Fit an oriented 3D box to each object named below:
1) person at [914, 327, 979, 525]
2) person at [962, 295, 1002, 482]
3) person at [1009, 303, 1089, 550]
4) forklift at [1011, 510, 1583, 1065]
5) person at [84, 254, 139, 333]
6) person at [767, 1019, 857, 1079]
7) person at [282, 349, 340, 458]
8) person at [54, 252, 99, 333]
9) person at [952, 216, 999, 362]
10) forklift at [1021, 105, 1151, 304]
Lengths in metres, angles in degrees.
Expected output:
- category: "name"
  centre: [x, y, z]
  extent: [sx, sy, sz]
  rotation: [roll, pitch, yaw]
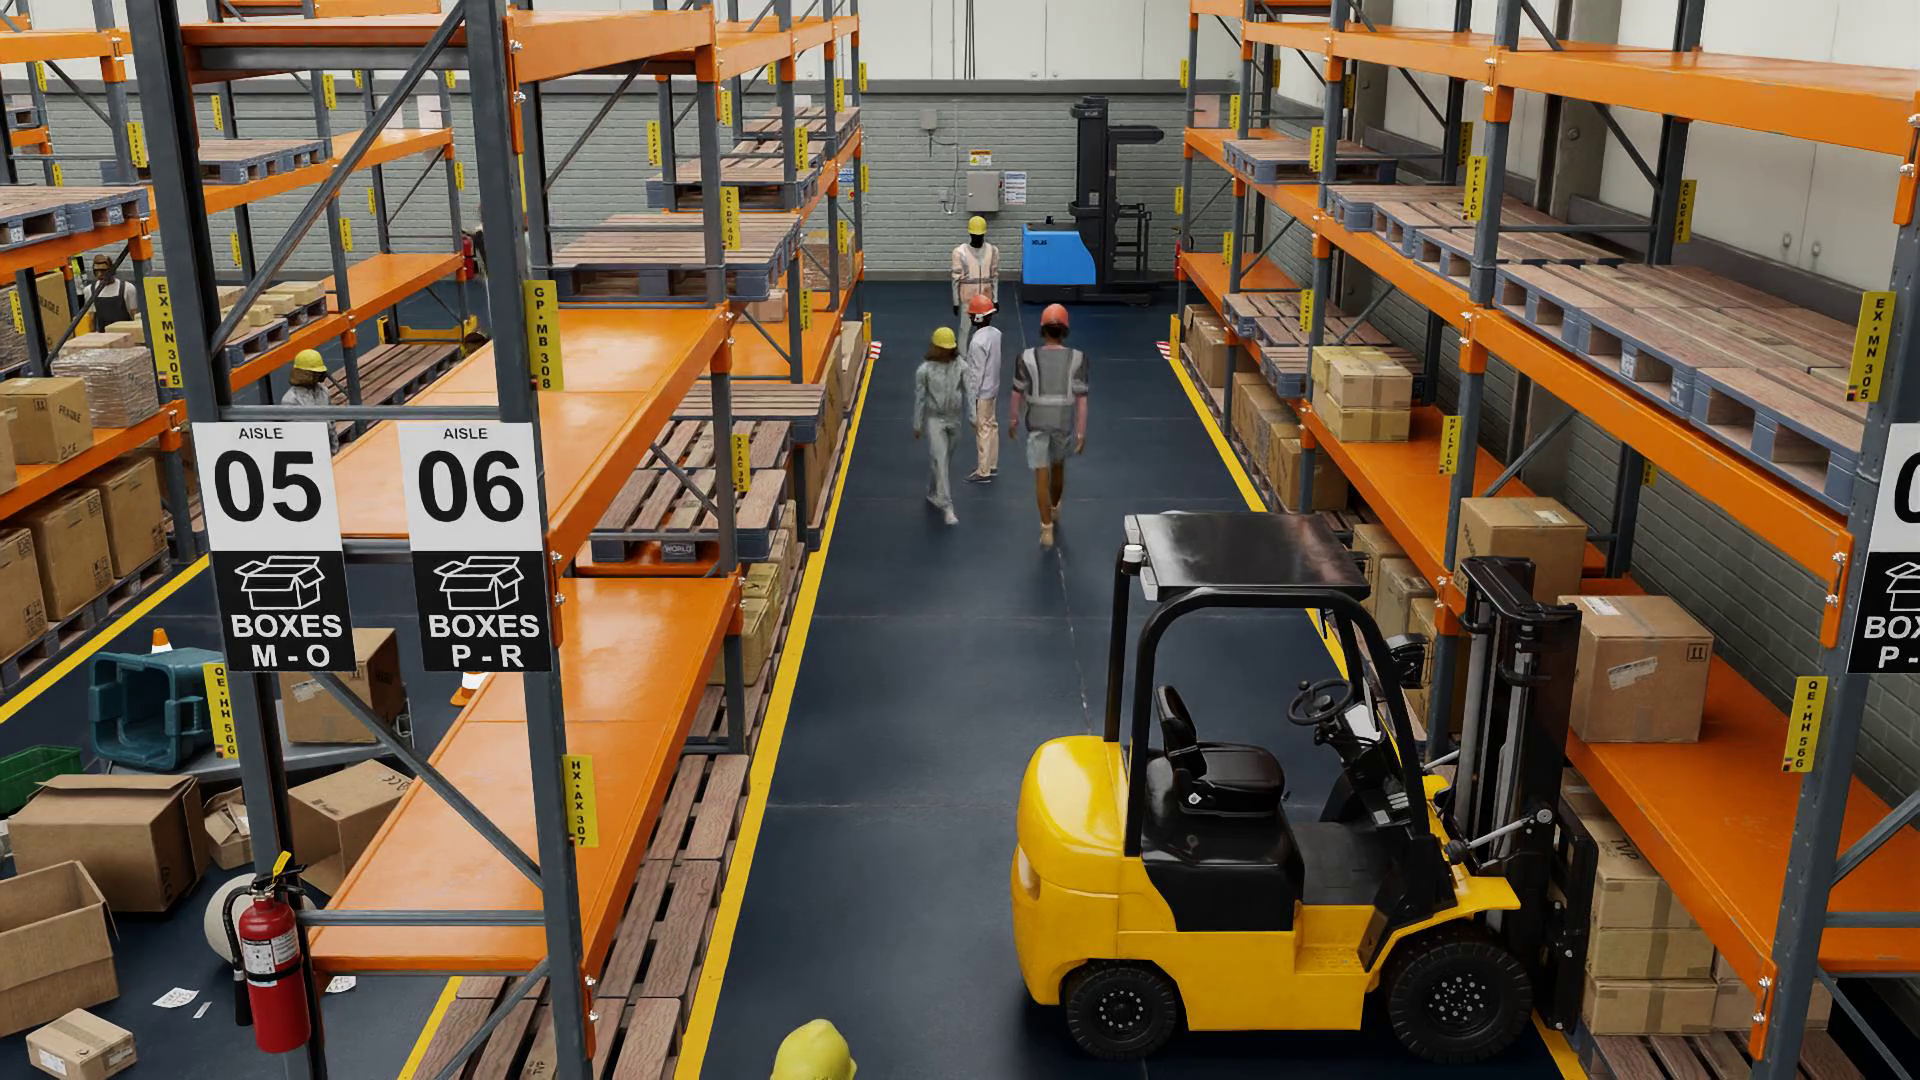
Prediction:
- category: "person"
  centre: [-0.126, -1.023, 14.461]
  extent: [0.493, 1.686, 0.940]
  rotation: [-9, 20, -26]
- category: "person"
  centre: [0.198, -1.413, 15.530]
  extent: [0.329, 1.750, 0.573]
  rotation: [6, 19, 18]
- category: "person"
  centre: [0.737, -0.969, 13.822]
  extent: [0.633, 1.986, 1.061]
  rotation: [-1, 18, -3]
- category: "forklift"
  centre: [1.387, 1.055, 7.378]
  extent: [2.313, 2.155, 1.214]
  rotation: [0, 18, 0]
- category: "person"
  centre: [-8.828, -2.085, 17.442]
  extent: [0.505, 1.837, 0.354]
  rotation: [-4, 19, -12]
- category: "person"
  centre: [-0.406, 2.156, 4.723]
  extent: [0.533, 1.765, 0.330]
  rotation: [8, 20, 23]
- category: "person"
  centre: [-5.154, -0.675, 13.341]
  extent: [0.322, 1.734, 0.488]
  rotation: [8, 20, 22]
- category: "person"
  centre: [-11.757, -3.523, 21.999]
  extent: [0.541, 1.696, 0.316]
  rotation: [7, 20, 21]
- category: "person"
  centre: [0.195, -2.854, 19.619]
  extent: [0.590, 1.923, 0.383]
  rotation: [-6, 19, -19]
- category: "forklift"
  centre: [1.857, -4.944, 24.441]
  extent: [1.873, 2.768, 1.129]
  rotation: [0, 18, 0]
